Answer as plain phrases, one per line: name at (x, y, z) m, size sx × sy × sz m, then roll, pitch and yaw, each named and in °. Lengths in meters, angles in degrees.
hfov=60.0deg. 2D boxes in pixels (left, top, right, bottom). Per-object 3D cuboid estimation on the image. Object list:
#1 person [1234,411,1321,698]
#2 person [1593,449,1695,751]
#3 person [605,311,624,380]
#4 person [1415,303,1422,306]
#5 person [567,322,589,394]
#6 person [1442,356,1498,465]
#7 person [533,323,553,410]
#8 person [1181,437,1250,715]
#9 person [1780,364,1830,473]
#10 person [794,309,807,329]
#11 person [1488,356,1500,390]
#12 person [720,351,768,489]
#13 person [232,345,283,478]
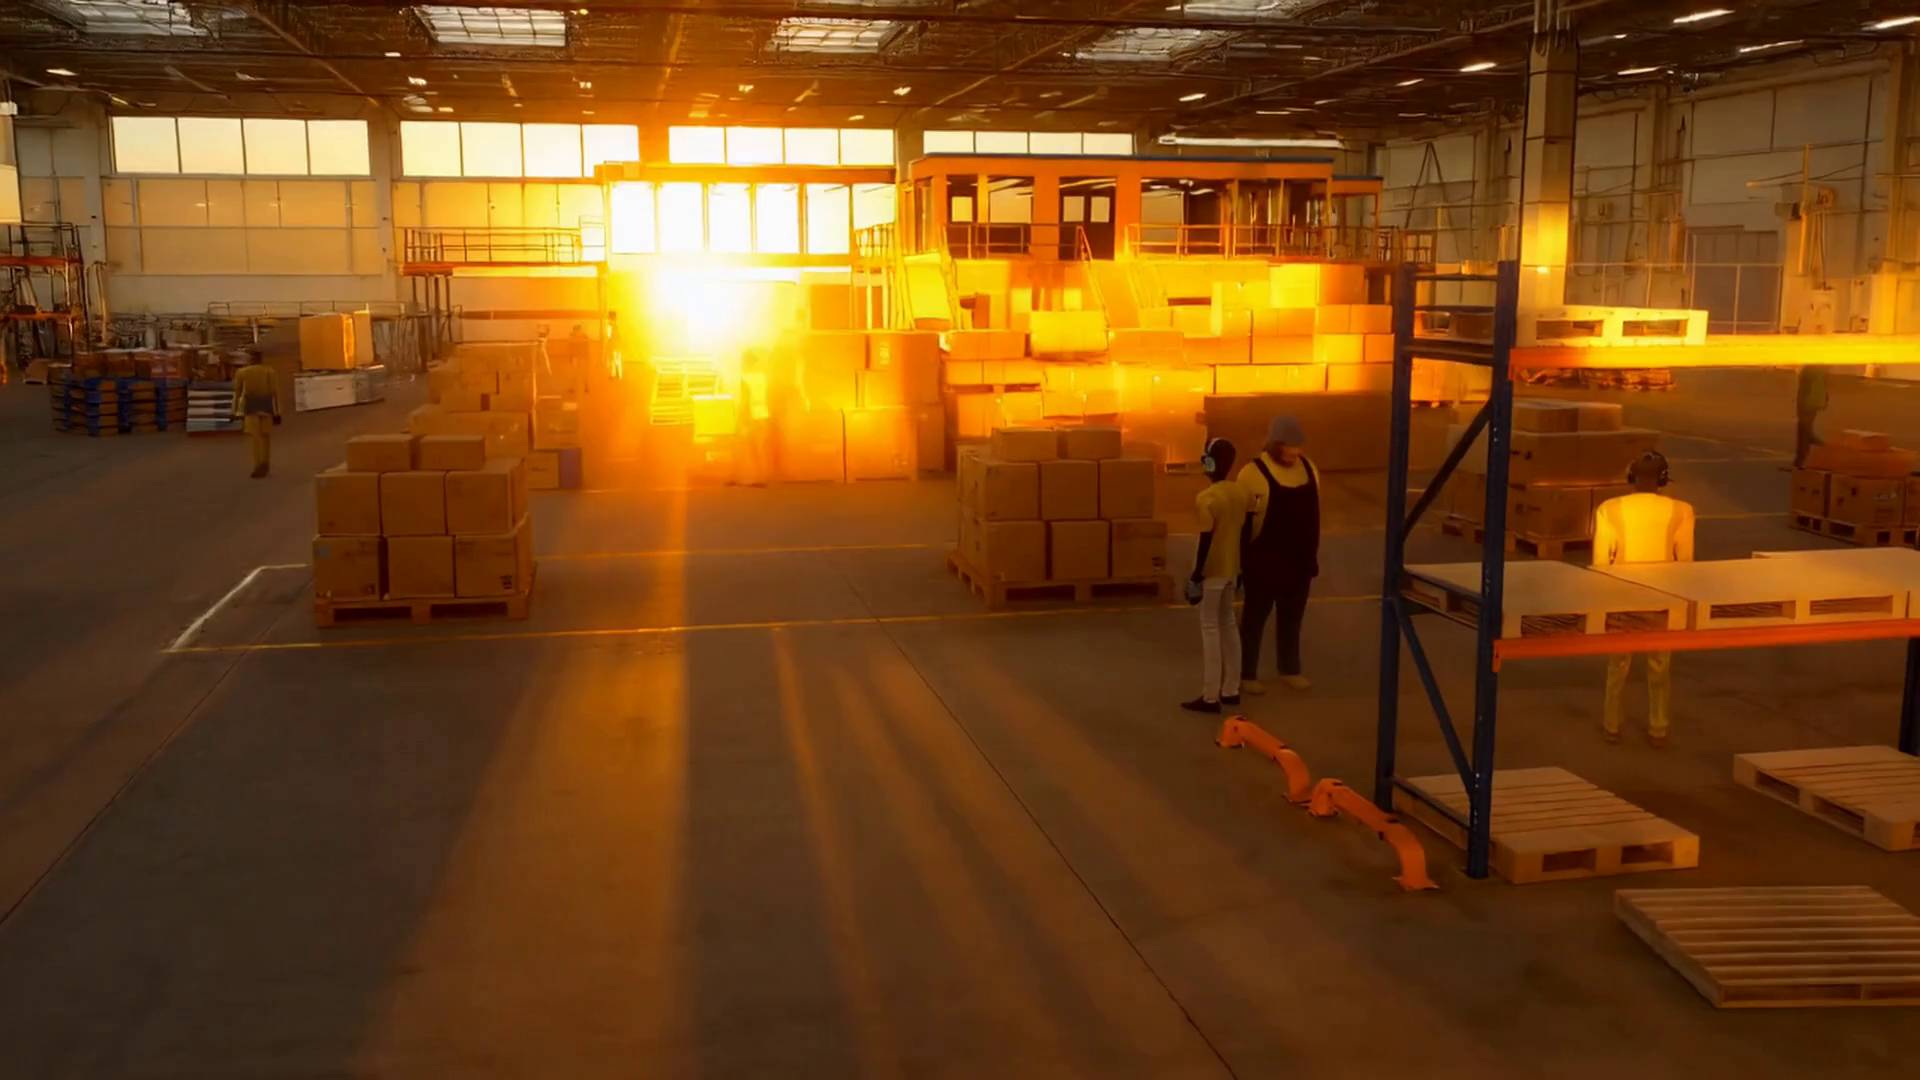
person at (2.247, 0.092, 11.616) m, size 0.700 × 2.000 × 0.535 m, roll -5°, pitch 10°, yaw -26°
person at (4.244, 0.374, 10.376) m, size 0.581 × 1.882 × 0.339 m, roll 3°, pitch 10°, yaw 18°
person at (-9.245, -5.210, 44.526) m, size 0.517 × 1.843 × 0.325 m, roll -6°, pitch 11°, yaw -34°
person at (13.463, -5.973, 48.872) m, size 0.615 × 1.942 × 0.407 m, roll -5°, pitch 11°, yaw -29°
person at (-9.088, -4.344, 39.649) m, size 0.539 × 1.716 × 0.926 m, roll 1°, pitch 9°, yaw 4°
person at (7.595, -1.937, 24.736) m, size 0.767 × 1.801 × 0.444 m, roll -1°, pitch 9°, yaw -8°
person at (-8.839, -3.643, 35.011) m, size 0.516 × 1.829 × 0.539 m, roll -8°, pitch 12°, yaw -41°
person at (1.727, 0.242, 11.222) m, size 0.509 × 1.872 × 0.328 m, roll -9°, pitch 13°, yaw -42°
person at (12.338, -1.875, 24.006) m, size 0.634 × 1.917 × 0.819 m, roll -6°, pitch 11°, yaw -33°
person at (-4.027, -4.876, 42.126) m, size 0.362 × 1.962 × 0.614 m, roll -4°, pitch 10°, yaw -21°
person at (10.551, -3.276, 33.084) m, size 0.488 × 1.733 × 0.474 m, roll 5°, pitch 11°, yaw 29°
person at (-2.926, -1.635, 22.666) m, size 0.793 × 1.870 × 0.624 m, roll 4°, pitch 10°, yaw 25°
person at (-10.133, -1.849, 23.944) m, size 0.650 × 1.869 × 0.972 m, roll -6°, pitch 11°, yaw -32°
